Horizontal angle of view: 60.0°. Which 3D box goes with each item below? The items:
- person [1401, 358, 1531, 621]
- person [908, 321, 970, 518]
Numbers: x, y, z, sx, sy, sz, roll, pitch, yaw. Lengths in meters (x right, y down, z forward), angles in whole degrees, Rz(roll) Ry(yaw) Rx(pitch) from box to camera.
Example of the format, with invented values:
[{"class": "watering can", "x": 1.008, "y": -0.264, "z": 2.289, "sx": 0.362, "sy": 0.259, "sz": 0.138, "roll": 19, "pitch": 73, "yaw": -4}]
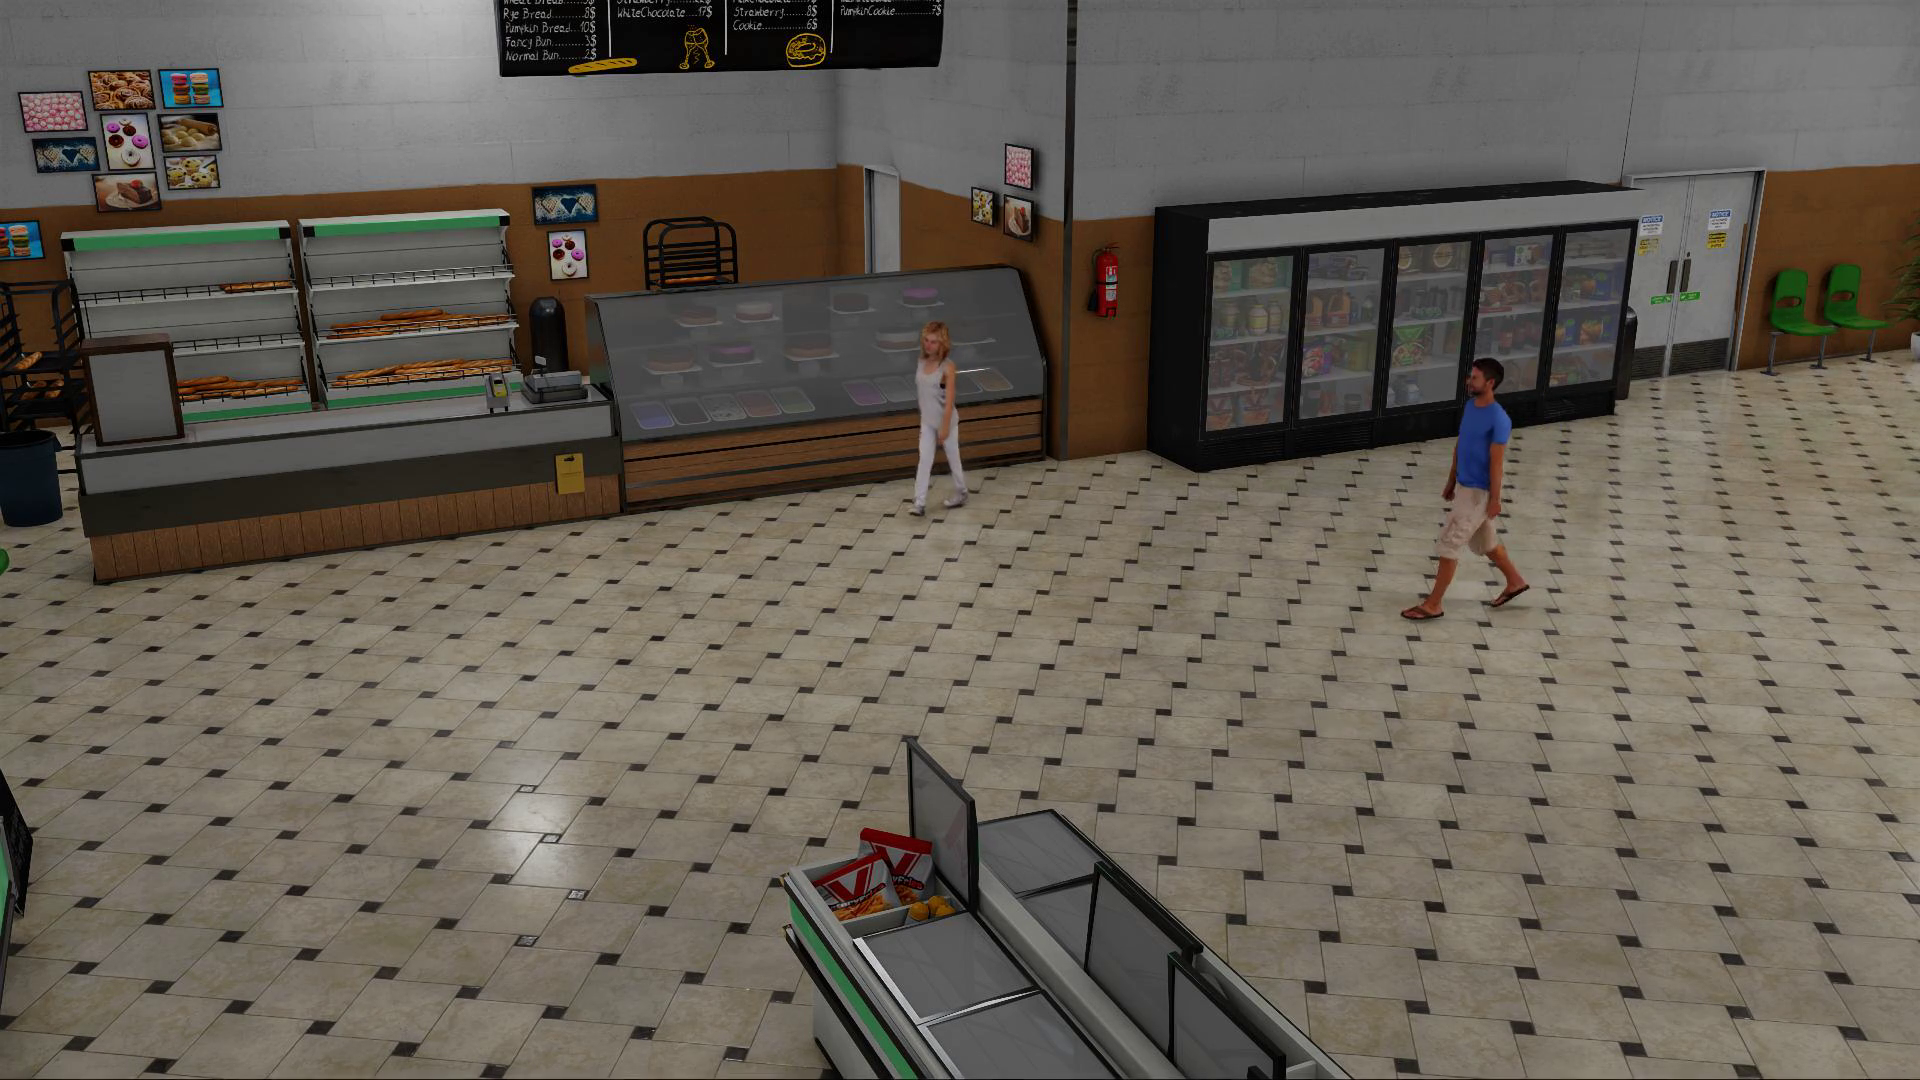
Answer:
[{"class": "person", "x": 3.657, "y": -0.347, "z": 11.534, "sx": 0.954, "sy": 1.833, "sz": 1.230, "roll": -3, "pitch": 19, "yaw": -7}, {"class": "person", "x": -0.131, "y": -1.009, "z": 13.812, "sx": 1.056, "sy": 1.633, "sz": 0.964, "roll": 18, "pitch": 25, "yaw": 42}]
